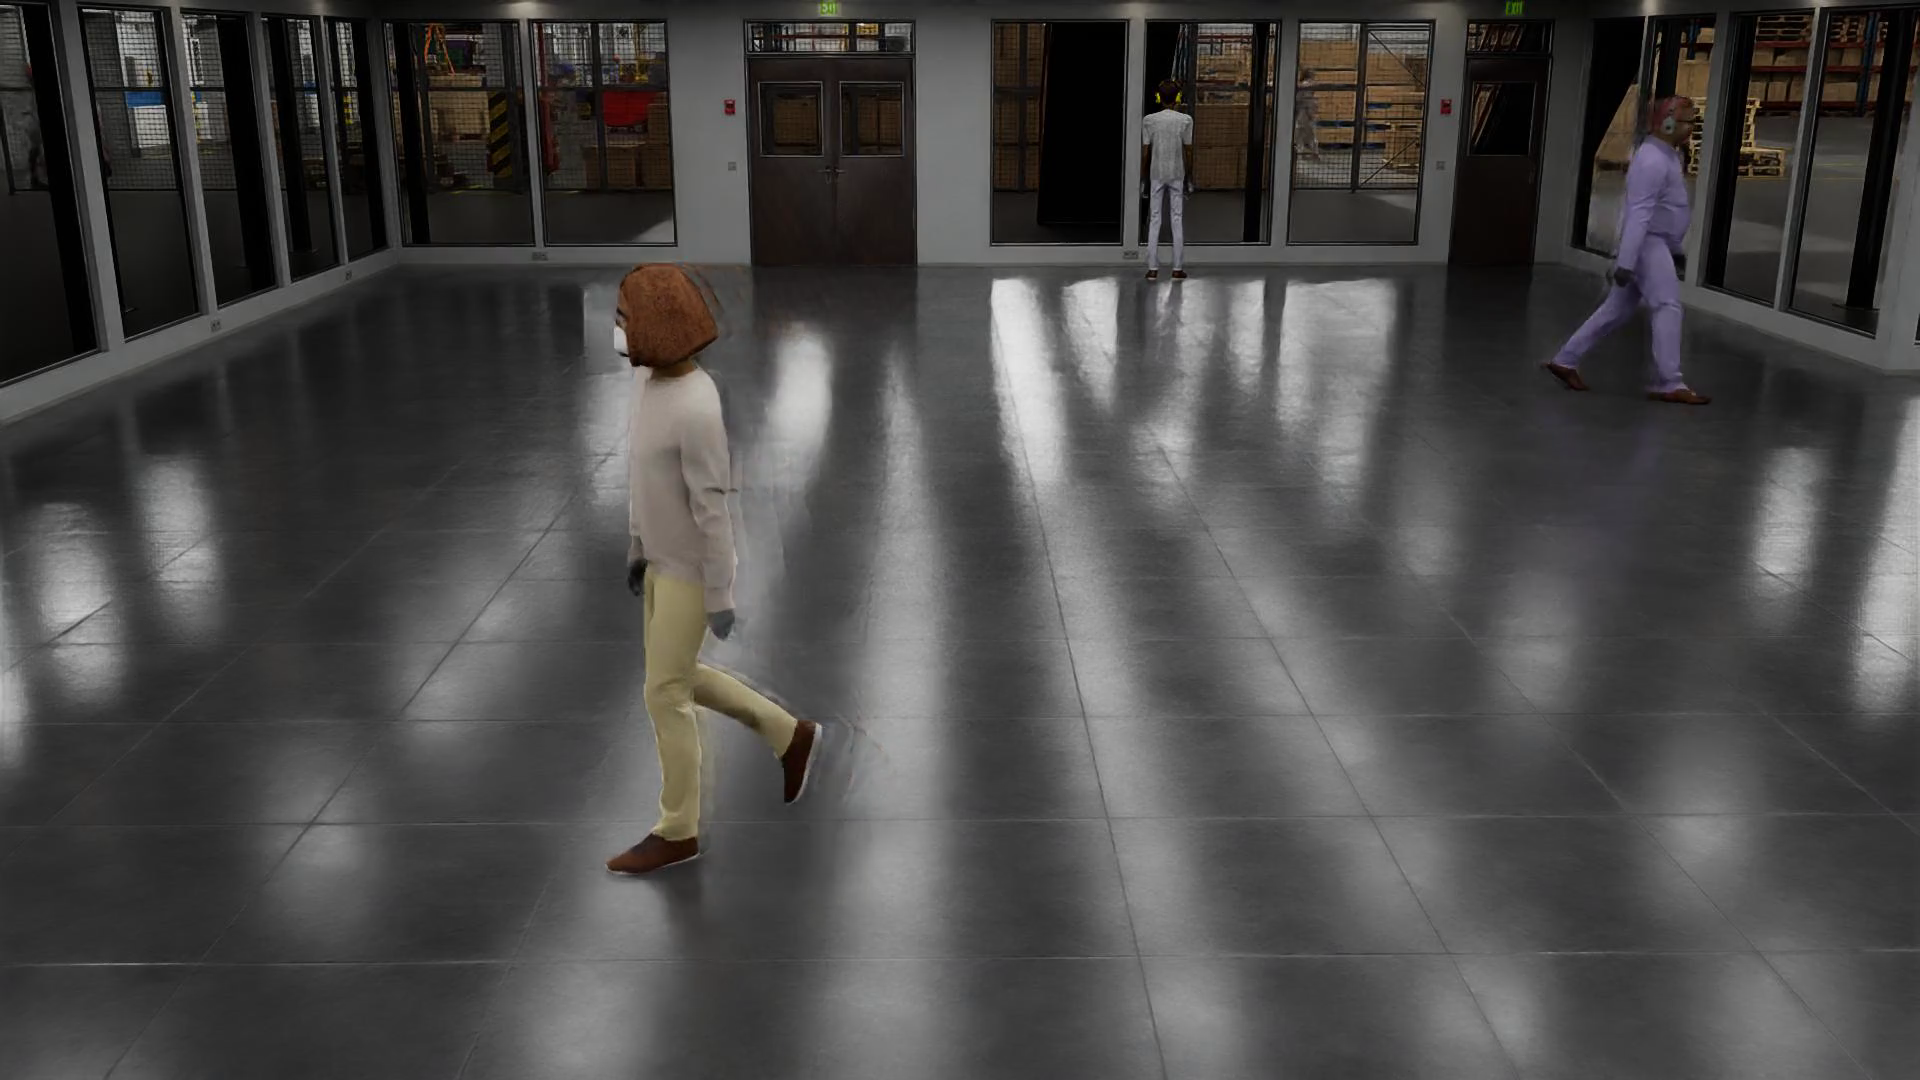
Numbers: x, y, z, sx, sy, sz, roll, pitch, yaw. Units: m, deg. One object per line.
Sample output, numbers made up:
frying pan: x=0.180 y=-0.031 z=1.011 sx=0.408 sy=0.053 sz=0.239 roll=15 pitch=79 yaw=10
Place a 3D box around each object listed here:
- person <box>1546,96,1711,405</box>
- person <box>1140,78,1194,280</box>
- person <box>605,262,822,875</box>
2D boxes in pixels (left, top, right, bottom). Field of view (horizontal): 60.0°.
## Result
person: x=4.193 y=-1.795 z=10.296 sx=0.947 sy=1.866 sz=0.641 roll=6 pitch=17 yaw=20
person: x=1.963 y=-3.406 z=15.754 sx=0.509 sy=1.876 sz=0.328 roll=3 pitch=17 yaw=10
person: x=-0.670 y=0.069 z=4.374 sx=0.580 sy=1.614 sz=0.504 roll=-7 pitch=18 yaw=-22
